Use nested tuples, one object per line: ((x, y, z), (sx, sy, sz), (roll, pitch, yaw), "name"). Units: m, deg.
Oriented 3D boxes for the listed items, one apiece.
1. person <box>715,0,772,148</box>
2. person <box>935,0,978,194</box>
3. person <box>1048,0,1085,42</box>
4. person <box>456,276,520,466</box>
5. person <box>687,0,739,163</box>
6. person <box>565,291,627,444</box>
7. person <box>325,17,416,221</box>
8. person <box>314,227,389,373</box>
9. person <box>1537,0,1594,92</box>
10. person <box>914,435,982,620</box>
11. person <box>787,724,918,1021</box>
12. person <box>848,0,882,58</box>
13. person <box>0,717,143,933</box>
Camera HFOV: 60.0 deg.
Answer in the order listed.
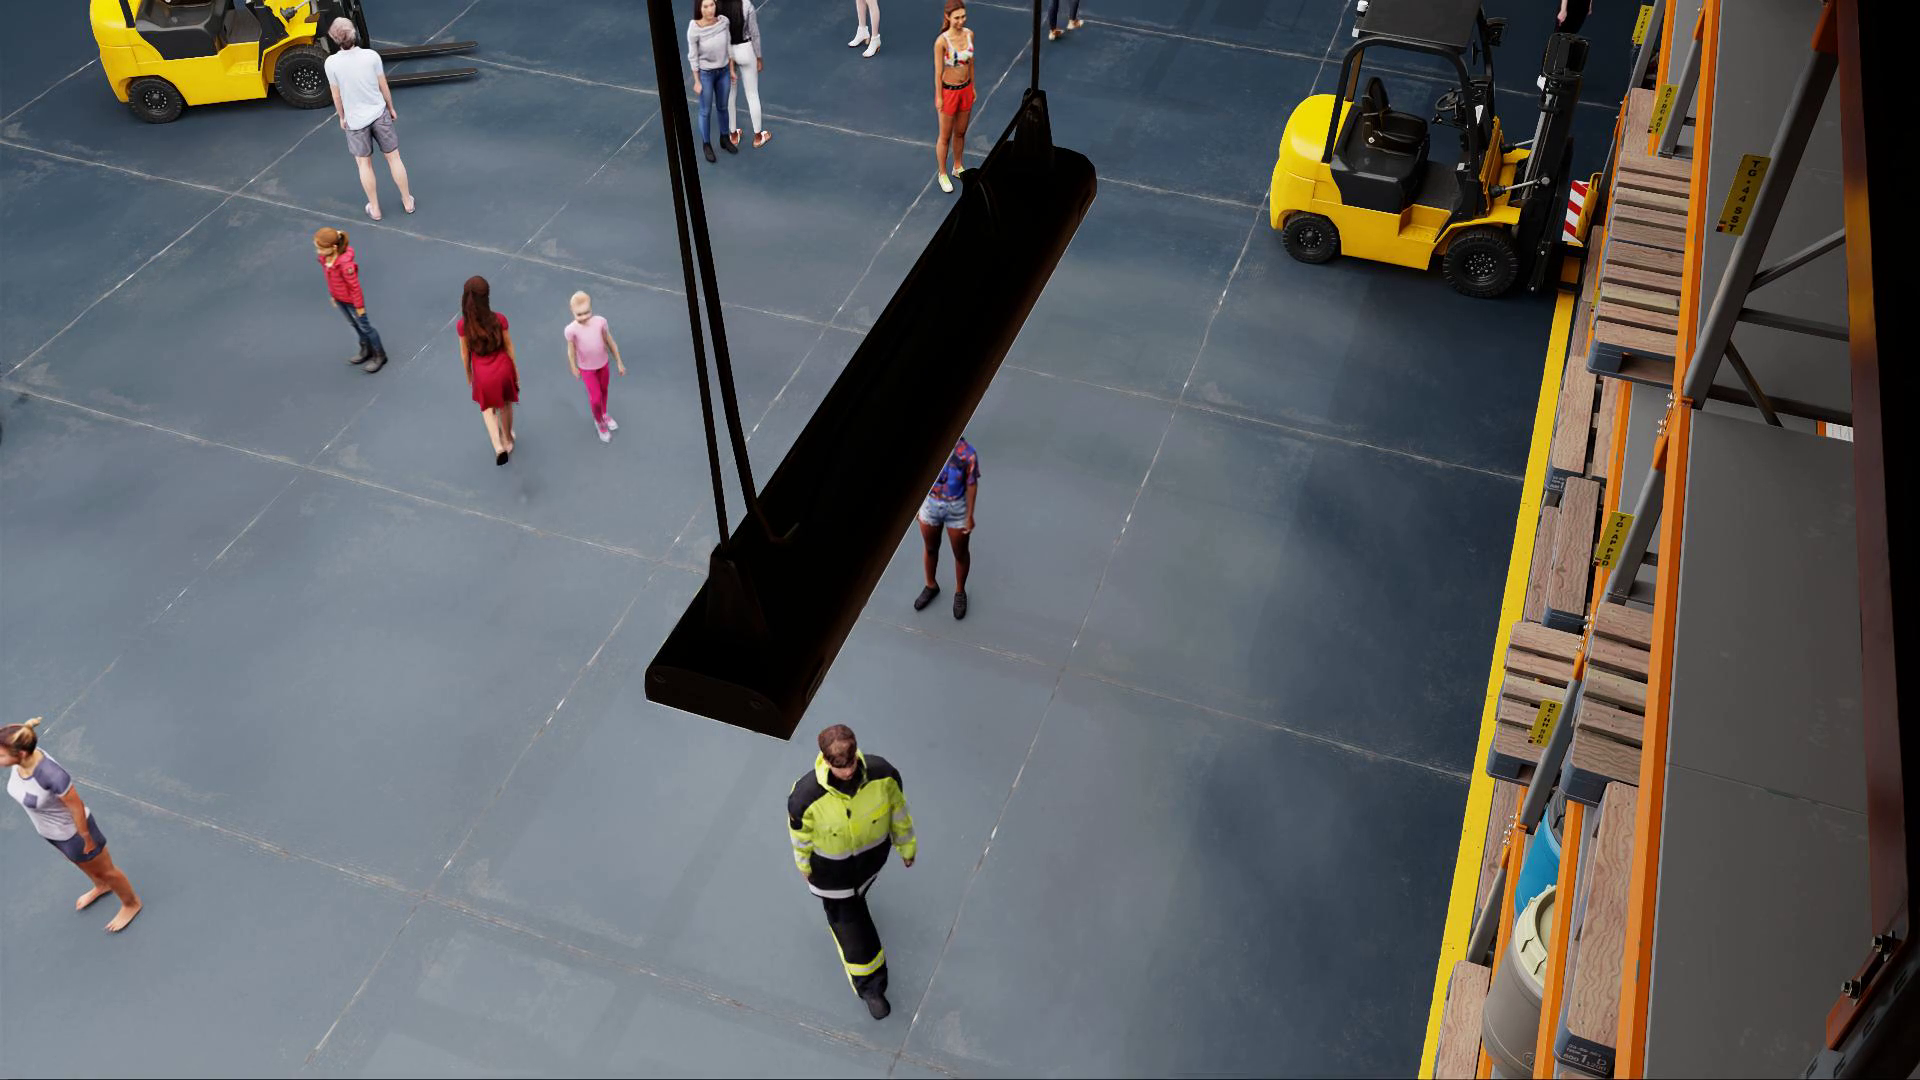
((-2.063, -4.472, 15.433), (0.620, 1.724, 0.560), (9, 44, 9), "person")
((-0.046, -3.994, 14.883), (0.641, 1.789, 0.731), (-26, 49, -25), "person")
((0.999, -5.935, 16.940), (0.665, 1.763, 0.813), (23, 48, 23), "person")
((-3.400, -1.191, 12.124), (0.802, 1.536, 0.910), (-14, 45, -14), "person")
((-2.288, -4.286, 15.304), (0.627, 1.633, 0.738), (-28, 50, -26), "person")
((-2.784, -1.361, 12.505), (0.620, 1.259, 0.684), (-28, 50, -27), "person")
((-5.173, -3.670, 14.515), (0.711, 1.828, 0.761), (-16, 46, -16), "person")
((-4.776, -1.907, 13.041), (0.557, 1.309, 0.571), (29, 51, 27), "person")
((5.984, -5.227, 16.212), (0.646, 1.742, 0.726), (-22, 48, -22), "person")
((-0.089, -0.204, 10.940), (0.582, 1.741, 0.504), (14, 45, 14), "person")
((-0.626, 1.583, 8.925), (1.268, 1.934, 1.294), (-22, 48, -21), "person")
((-0.982, -5.780, 16.732), (0.700, 1.826, 0.677), (-25, 49, -24), "person")
((-4.930, 1.557, 9.177), (0.640, 1.624, 0.606), (26, 49, 25), "person")
